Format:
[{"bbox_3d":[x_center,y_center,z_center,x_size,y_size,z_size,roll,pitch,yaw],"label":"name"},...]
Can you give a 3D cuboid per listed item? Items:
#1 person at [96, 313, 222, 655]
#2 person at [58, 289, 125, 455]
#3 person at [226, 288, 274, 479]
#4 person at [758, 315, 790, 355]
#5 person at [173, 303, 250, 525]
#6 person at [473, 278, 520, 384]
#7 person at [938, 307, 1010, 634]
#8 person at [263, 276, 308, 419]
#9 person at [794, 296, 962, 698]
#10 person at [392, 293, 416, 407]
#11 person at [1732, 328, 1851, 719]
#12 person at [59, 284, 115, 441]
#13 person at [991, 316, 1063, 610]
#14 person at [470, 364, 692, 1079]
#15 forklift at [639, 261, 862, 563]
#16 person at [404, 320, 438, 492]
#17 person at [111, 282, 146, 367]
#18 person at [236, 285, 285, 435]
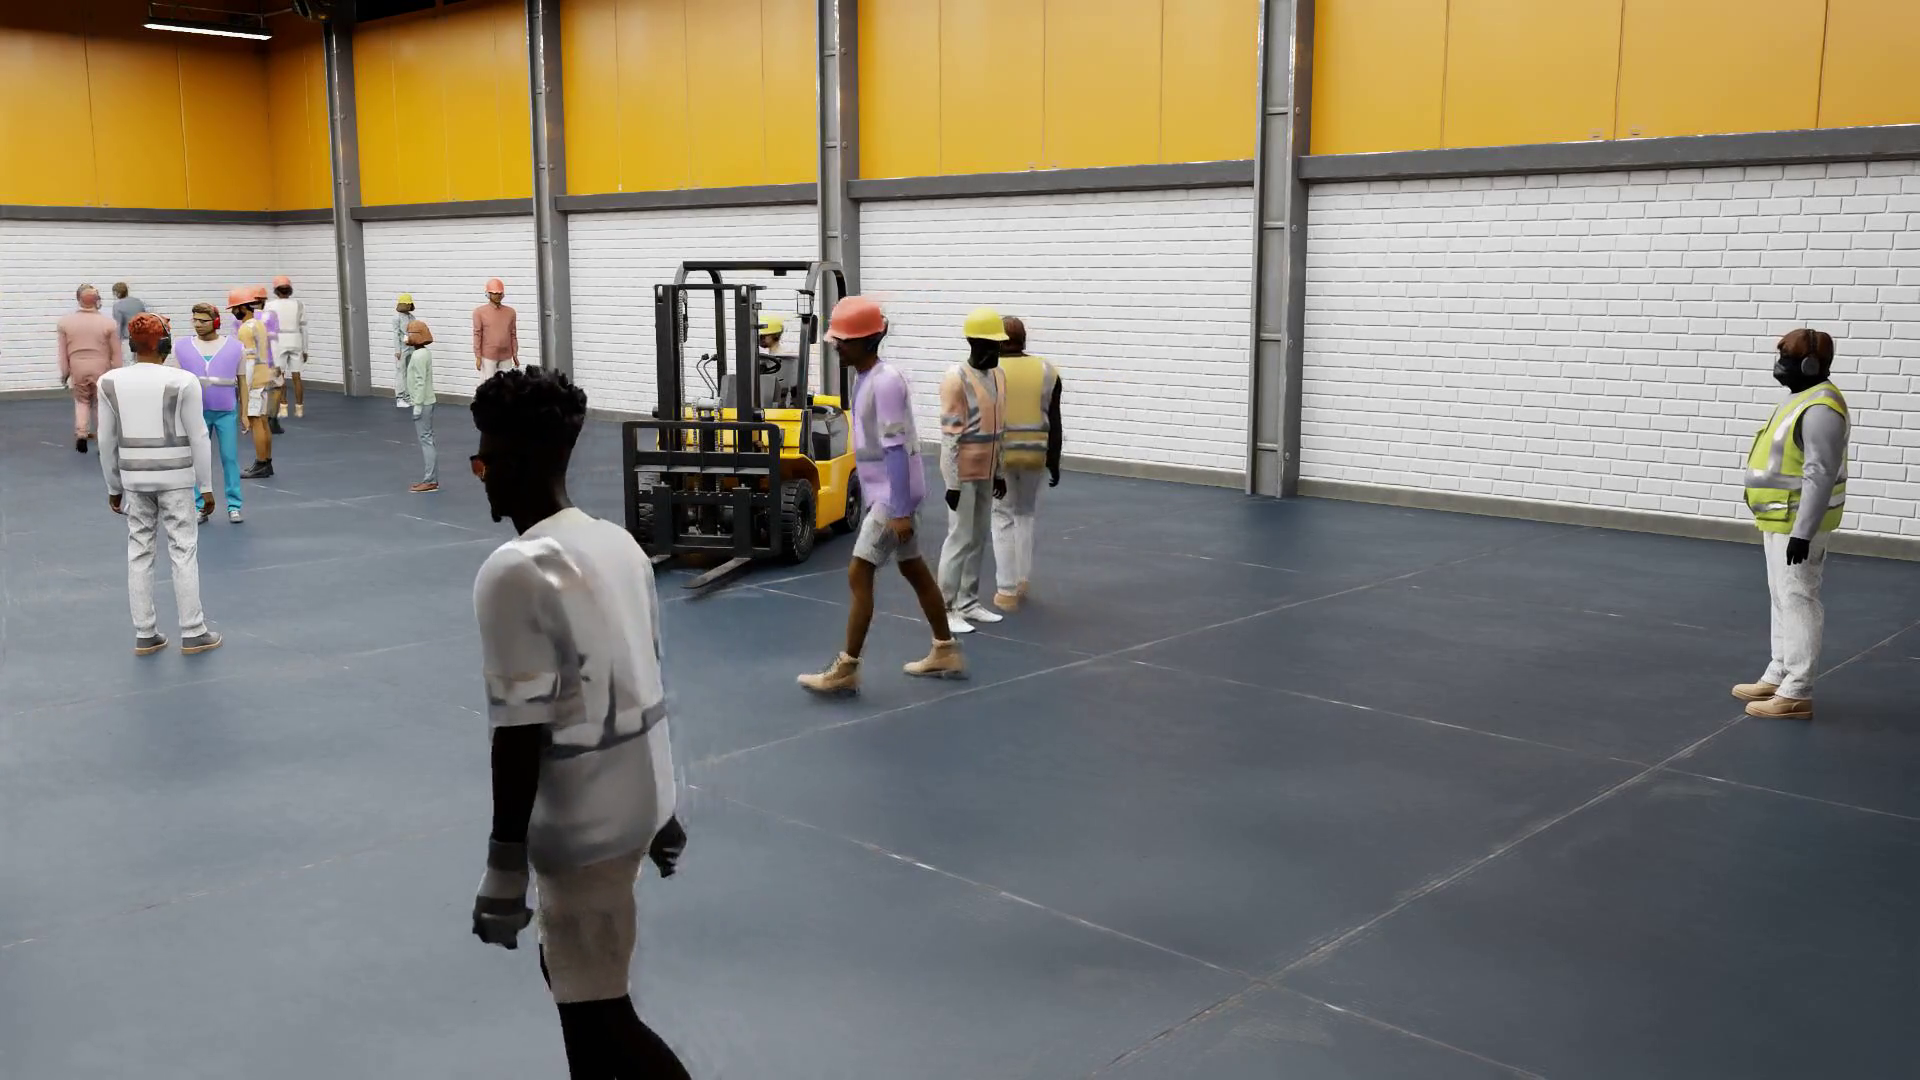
[{"bbox_3d":[-4.398,-0.302,9.144,0.585,1.882,0.340,0,9,0],"label":"person"},{"bbox_3d":[-9.876,-1.905,18.964,0.678,1.890,0.402,-2,9,-9],"label":"person"},{"bbox_3d":[-7.206,-1.586,16.880,0.366,1.930,0.542,-1,9,-9],"label":"person"},{"bbox_3d":[-1.646,-1.104,14.566,0.909,1.704,0.535,-6,11,-32],"label":"person"},{"bbox_3d":[-6.211,-1.048,13.849,0.565,1.841,0.396,-3,10,-16],"label":"person"},{"bbox_3d":[-6.045,-2.411,21.736,0.614,1.993,0.395,-8,12,-39],"label":"person"},{"bbox_3d":[0.090,-0.404,9.733,0.473,1.904,0.596,6,11,31],"label":"person"},{"bbox_3d":[-9.579,-2.729,23.653,0.615,2.022,0.494,-7,12,-37],"label":"person"},{"bbox_3d":[-0.422,-0.214,8.282,0.998,1.973,0.723,-2,10,-13],"label":"person"},{"bbox_3d":[-8.514,-2.920,25.625,0.315,1.743,0.487,3,10,20],"label":"person"},{"bbox_3d":[3.944,-0.077,7.892,0.429,1.845,0.621,3,10,17],"label":"person"},{"bbox_3d":[-10.699,-2.178,20.478,0.638,1.936,0.356,0,9,0],"label":"person"},{"bbox_3d":[0.277,-0.492,10.477,0.653,1.825,0.634,-3,10,-19],"label":"person"},{"bbox_3d":[-0.709,0.595,3.549,0.712,1.929,0.627,1,9,8],"label":"person"},{"bbox_3d":[-1.552,-1.040,12.721,1.214,2.155,2.313,2,9,11],"label":"forklift"},{"bbox_3d":[-5.143,-1.276,15.870,0.275,1.636,0.507,-2,9,-12],"label":"person"},{"bbox_3d":[-13.415,-3.211,26.939,0.359,1.906,0.700,3,10,19],"label":"person"},{"bbox_3d":[-8.789,-2.250,20.972,0.588,1.916,0.566,1,9,8],"label":"person"}]
